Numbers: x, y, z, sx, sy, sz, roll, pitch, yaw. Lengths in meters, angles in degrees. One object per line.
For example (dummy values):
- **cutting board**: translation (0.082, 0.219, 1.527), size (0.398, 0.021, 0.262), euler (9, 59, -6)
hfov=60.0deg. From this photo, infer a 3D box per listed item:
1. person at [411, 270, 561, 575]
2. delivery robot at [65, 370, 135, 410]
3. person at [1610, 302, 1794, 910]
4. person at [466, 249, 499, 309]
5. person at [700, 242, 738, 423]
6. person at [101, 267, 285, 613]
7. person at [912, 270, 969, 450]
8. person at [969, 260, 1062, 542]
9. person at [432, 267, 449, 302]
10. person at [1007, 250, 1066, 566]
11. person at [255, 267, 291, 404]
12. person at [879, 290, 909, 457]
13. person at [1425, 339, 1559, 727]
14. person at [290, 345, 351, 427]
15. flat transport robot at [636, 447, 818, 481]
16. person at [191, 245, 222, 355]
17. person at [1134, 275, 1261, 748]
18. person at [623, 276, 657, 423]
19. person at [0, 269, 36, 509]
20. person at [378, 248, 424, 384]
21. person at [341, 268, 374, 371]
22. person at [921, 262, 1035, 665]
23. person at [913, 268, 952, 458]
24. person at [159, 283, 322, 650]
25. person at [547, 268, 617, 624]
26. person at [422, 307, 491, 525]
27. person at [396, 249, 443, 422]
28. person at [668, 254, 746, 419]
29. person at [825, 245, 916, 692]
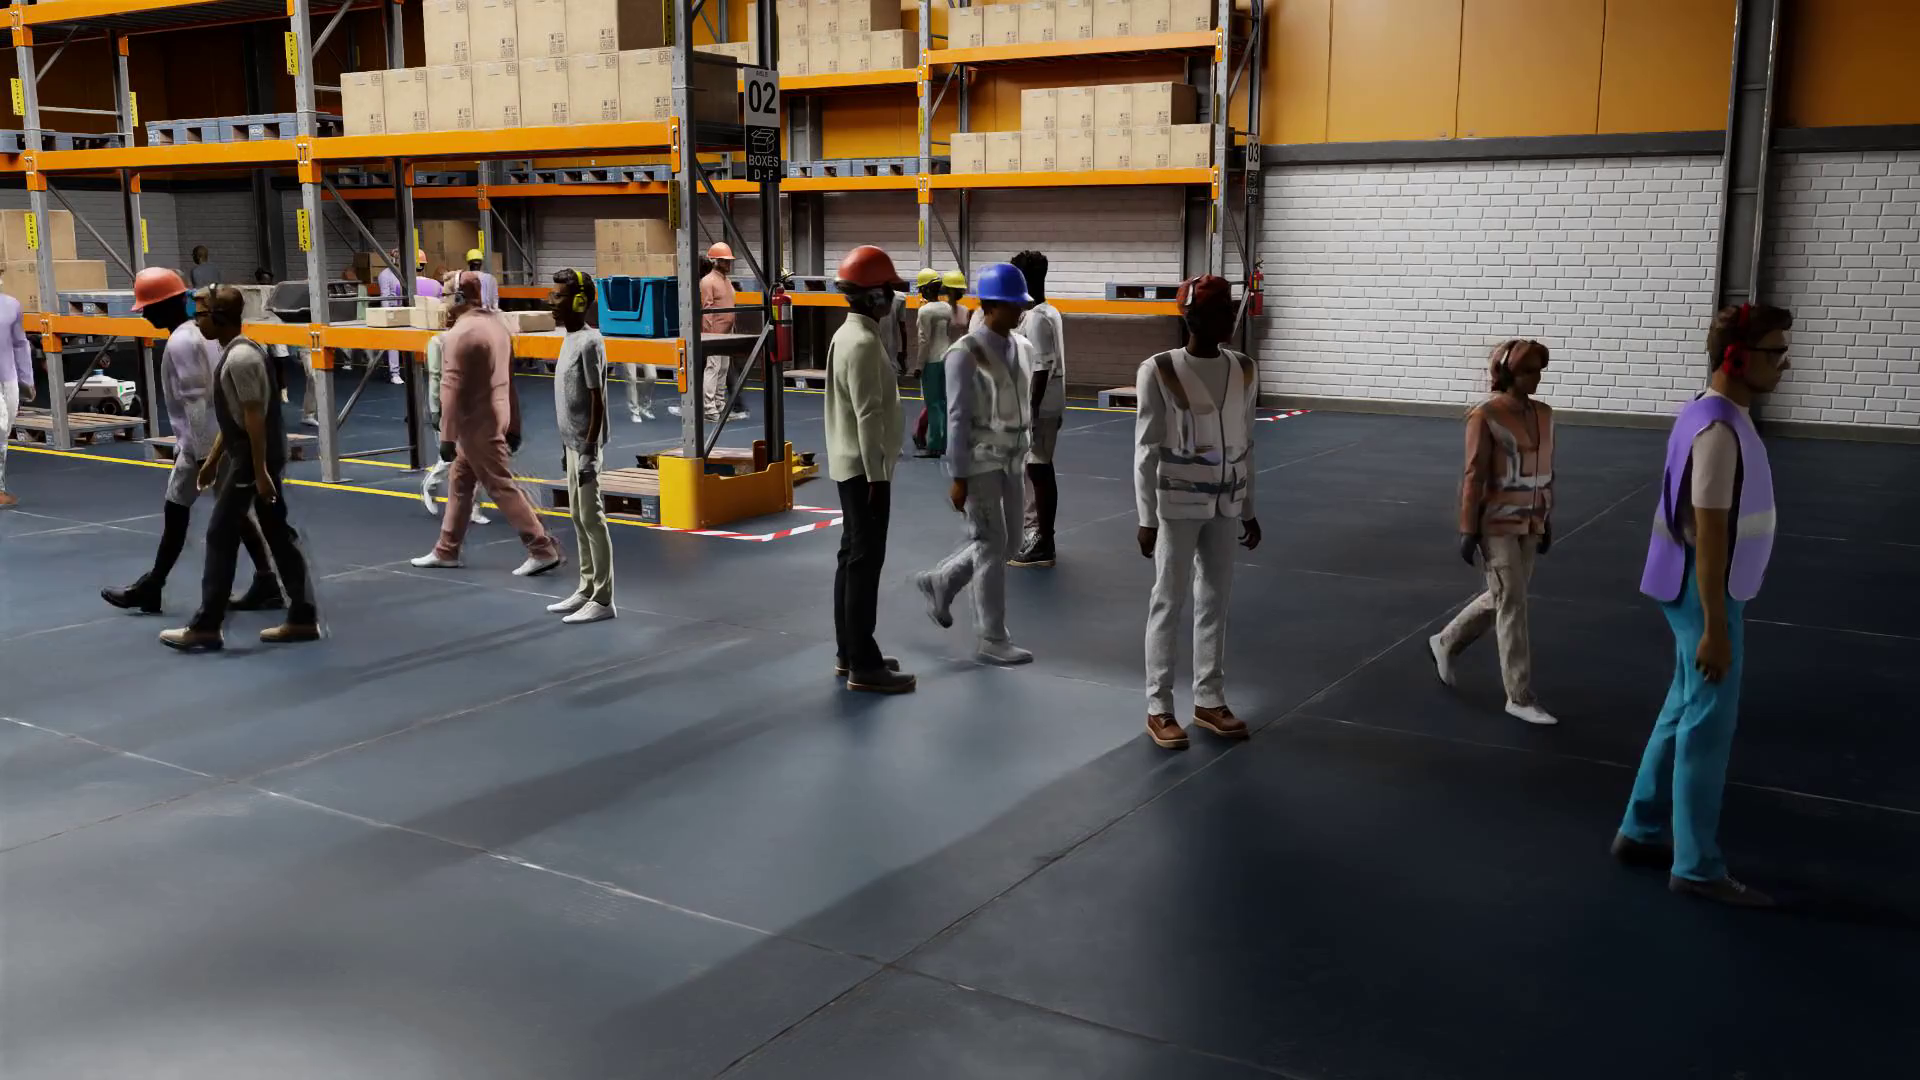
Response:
- **person**: translation (-2.888, -0.696, 10.046), size (1.005, 1.855, 0.653), euler (1, 10, 5)
- **delivery robot**: translation (-9.749, -1.686, 18.831), size (0.707, 0.478, 0.477), euler (0, 10, 1)
- **person**: translation (2.316, 0.194, 5.140), size (0.401, 1.851, 0.579), euler (4, 11, 23)
- **person**: translation (-6.524, -2.986, 22.564), size (0.631, 1.894, 0.638), euler (-8, 13, -39)
- **person**: translation (-2.664, -2.301, 18.506), size (0.395, 1.992, 0.623), euler (3, 11, 15)
- **person**: translation (-4.171, -0.523, 8.979), size (0.964, 1.871, 0.558), euler (-2, 10, -10)
- **person**: translation (-0.151, -1.693, 15.904), size (0.516, 1.783, 0.529), euler (10, 14, 43)
- **person**: translation (0.376, -0.880, 10.896), size (0.639, 1.904, 0.409), euler (-2, 10, -12)
- **person**: translation (-7.783, -3.284, 24.989), size (0.284, 1.628, 0.494), euler (5, 11, 24)
- **person**: translation (0.467, -0.814, 10.370), size (0.379, 1.958, 0.600), euler (2, 10, 9)
- **person**: translation (-8.548, -2.521, 20.548), size (0.540, 1.695, 0.318), euler (-5, 12, -27)
- **person**: translation (-0.741, -1.700, 15.528), size (0.533, 1.868, 0.310), euler (-3, 11, -16)
- **person**: translation (2.313, -0.063, 7.166), size (0.522, 1.616, 0.740), euler (-7, 12, -33)
- **person**: translation (-6.851, -1.981, 17.810), size (0.866, 1.584, 0.542), euler (7, 12, 34)
- **flat transport robot**: translation (-1.986, -0.646, 14.117), size (1.431, 0.197, 0.652), euler (3, 11, 15)
- **person**: translation (-11.475, -3.506, 25.342), size (0.353, 1.937, 0.635), euler (1, 10, 6)
- **person**: translation (0.961, -0.114, 6.692), size (0.584, 1.884, 0.346), euler (-5, 12, -28)
- **person**: translation (-3.584, -2.108, 18.467), size (0.517, 1.626, 0.330), euler (-6, 12, -31)
- **person**: translation (-7.256, -1.187, 12.524), size (0.620, 1.921, 0.652), euler (4, 11, 21)
- **person**: translation (-7.871, -3.155, 23.484), size (0.409, 1.906, 0.652), euler (5, 12, 28)
- **person**: translation (-9.390, -3.427, 25.844), size (0.499, 1.597, 0.819), euler (-9, 13, -40)
- **person**: translation (0.079, -0.383, 8.091), size (0.700, 1.928, 0.619), euler (8, 13, 39)
- **person**: translation (-0.263, -1.642, 15.513), size (0.327, 1.761, 0.522), euler (6, 12, 29)
- **person**: translation (-3.643, -0.359, 8.259), size (0.849, 1.806, 0.520), euler (-3, 11, -15)
- **person**: translation (-2.029, -0.495, 8.836), size (0.326, 1.876, 0.518), euler (-5, 11, -26)
- **person**: translation (-3.595, -0.920, 11.860), size (0.464, 1.621, 0.537), euler (7, 12, 35)
- **person**: translation (-5.995, -2.264, 18.460), size (0.354, 1.939, 0.545), euler (9, 14, 41)
- **person**: translation (-2.838, -2.286, 18.804), size (1.020, 1.857, 0.610), euler (5, 12, 28)
- **person**: translation (-0.417, -0.318, 7.516), size (0.379, 1.995, 0.622), euler (-2, 10, -13)
